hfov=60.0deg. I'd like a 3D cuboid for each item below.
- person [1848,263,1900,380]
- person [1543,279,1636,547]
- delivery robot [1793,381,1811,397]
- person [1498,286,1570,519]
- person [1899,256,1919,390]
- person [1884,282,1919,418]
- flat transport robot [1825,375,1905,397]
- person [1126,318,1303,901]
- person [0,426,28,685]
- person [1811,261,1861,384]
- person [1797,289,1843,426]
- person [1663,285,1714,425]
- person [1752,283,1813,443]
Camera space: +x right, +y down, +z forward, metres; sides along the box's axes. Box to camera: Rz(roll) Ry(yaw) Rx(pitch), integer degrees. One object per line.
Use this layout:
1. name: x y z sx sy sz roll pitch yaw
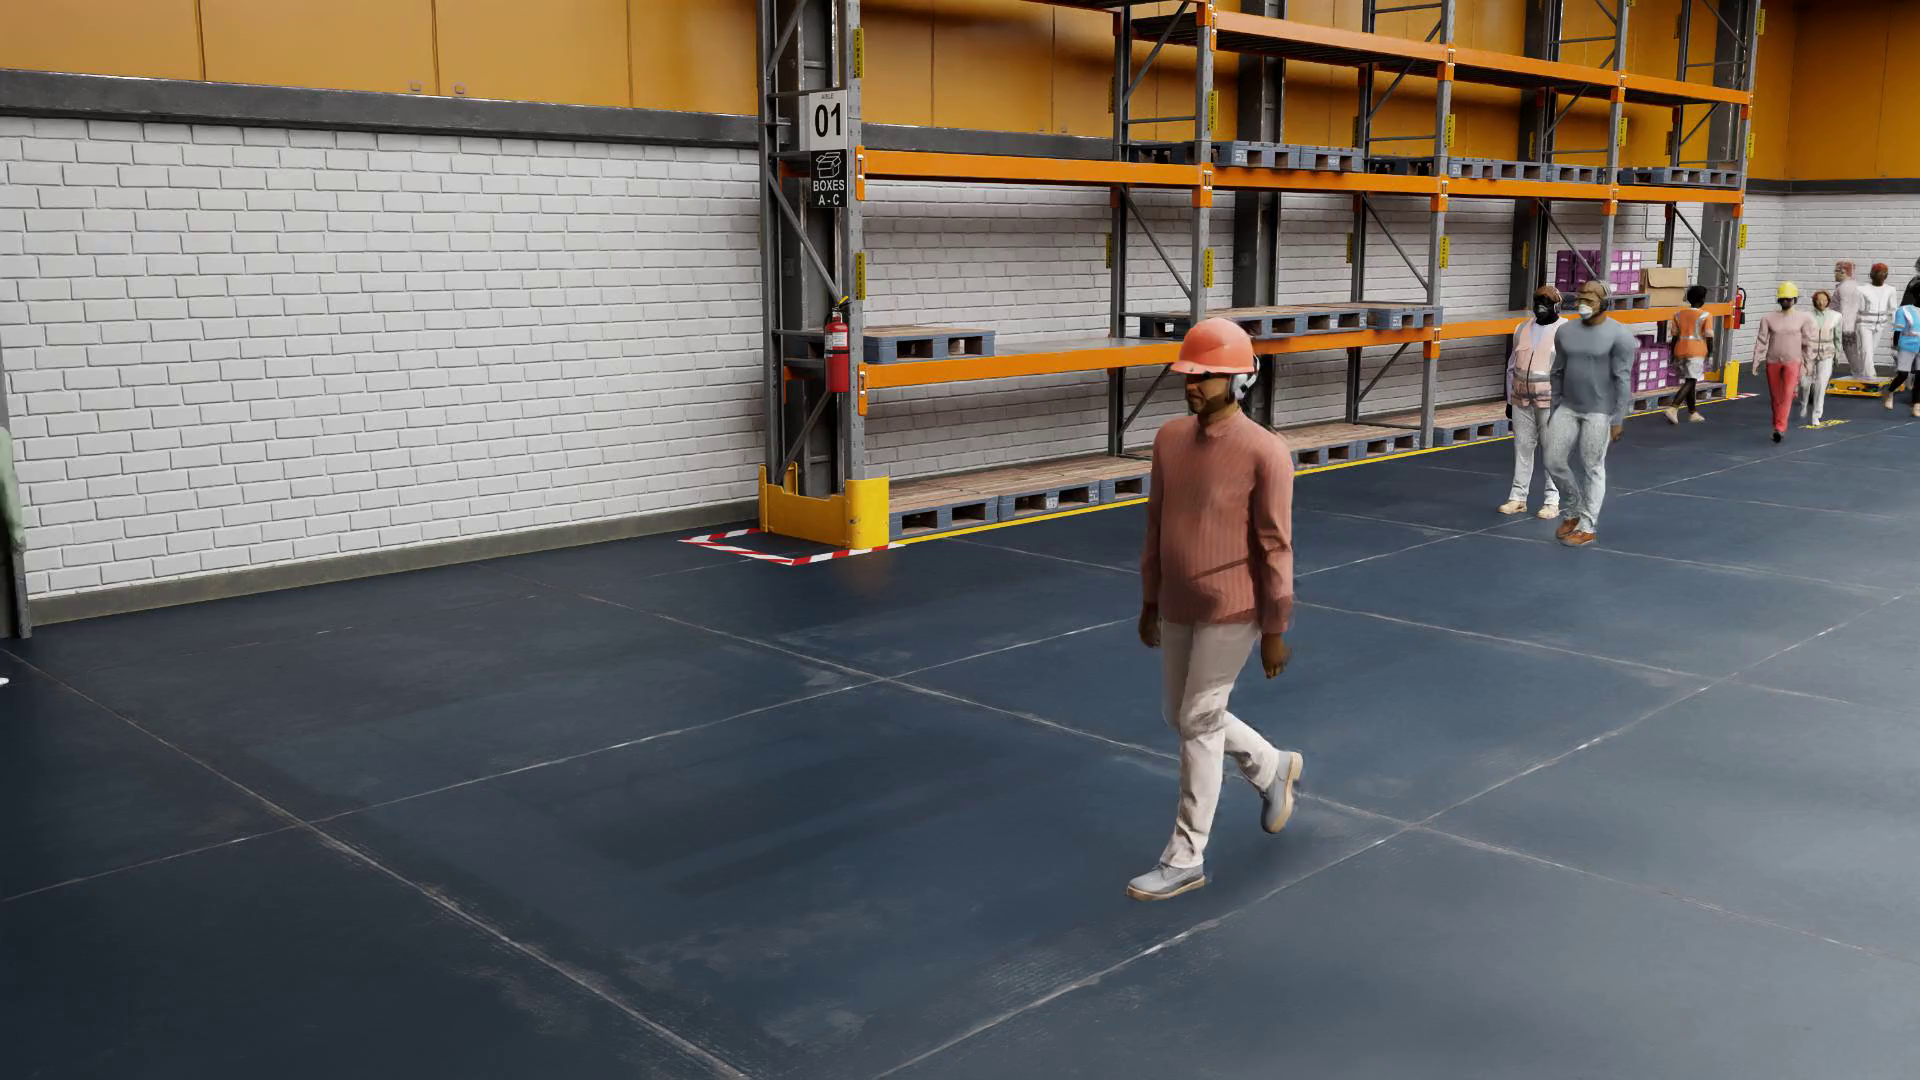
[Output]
1. person: 12.954 -2.976 23.493 0.589 1.836 0.984 0 10 -2
2. person: 4.494 -0.902 11.962 0.435 1.928 0.652 -8 13 -37
3. delivery robot: 11.038 -2.093 21.954 0.477 0.478 0.707 5 11 26
4. person: 4.628 -1.099 13.276 0.429 1.846 0.625 -9 14 -41
5. person: 13.871 -3.176 24.060 0.542 2.000 0.734 0 10 0
6. person: 11.791 -2.364 20.601 0.540 1.687 0.545 1 10 6
7. flat transport robot: 12.780 -2.182 23.472 0.652 0.197 1.431 10 14 42
8. person: 0.916 0.215 5.762 0.825 1.974 0.624 -7 12 -32
9. person: -4.894 -0.046 8.200 0.542 1.599 0.411 1 10 8
10. person: 12.667 -3.082 24.042 0.954 1.859 0.646 10 14 43
11. person: 10.207 -2.188 19.834 0.520 1.621 0.616 4 11 22
12. person: 8.655 -2.197 19.765 0.826 1.663 0.542 -6 12 -29
13. person: 8.885 -1.910 18.014 0.553 1.716 0.900 8 13 37
